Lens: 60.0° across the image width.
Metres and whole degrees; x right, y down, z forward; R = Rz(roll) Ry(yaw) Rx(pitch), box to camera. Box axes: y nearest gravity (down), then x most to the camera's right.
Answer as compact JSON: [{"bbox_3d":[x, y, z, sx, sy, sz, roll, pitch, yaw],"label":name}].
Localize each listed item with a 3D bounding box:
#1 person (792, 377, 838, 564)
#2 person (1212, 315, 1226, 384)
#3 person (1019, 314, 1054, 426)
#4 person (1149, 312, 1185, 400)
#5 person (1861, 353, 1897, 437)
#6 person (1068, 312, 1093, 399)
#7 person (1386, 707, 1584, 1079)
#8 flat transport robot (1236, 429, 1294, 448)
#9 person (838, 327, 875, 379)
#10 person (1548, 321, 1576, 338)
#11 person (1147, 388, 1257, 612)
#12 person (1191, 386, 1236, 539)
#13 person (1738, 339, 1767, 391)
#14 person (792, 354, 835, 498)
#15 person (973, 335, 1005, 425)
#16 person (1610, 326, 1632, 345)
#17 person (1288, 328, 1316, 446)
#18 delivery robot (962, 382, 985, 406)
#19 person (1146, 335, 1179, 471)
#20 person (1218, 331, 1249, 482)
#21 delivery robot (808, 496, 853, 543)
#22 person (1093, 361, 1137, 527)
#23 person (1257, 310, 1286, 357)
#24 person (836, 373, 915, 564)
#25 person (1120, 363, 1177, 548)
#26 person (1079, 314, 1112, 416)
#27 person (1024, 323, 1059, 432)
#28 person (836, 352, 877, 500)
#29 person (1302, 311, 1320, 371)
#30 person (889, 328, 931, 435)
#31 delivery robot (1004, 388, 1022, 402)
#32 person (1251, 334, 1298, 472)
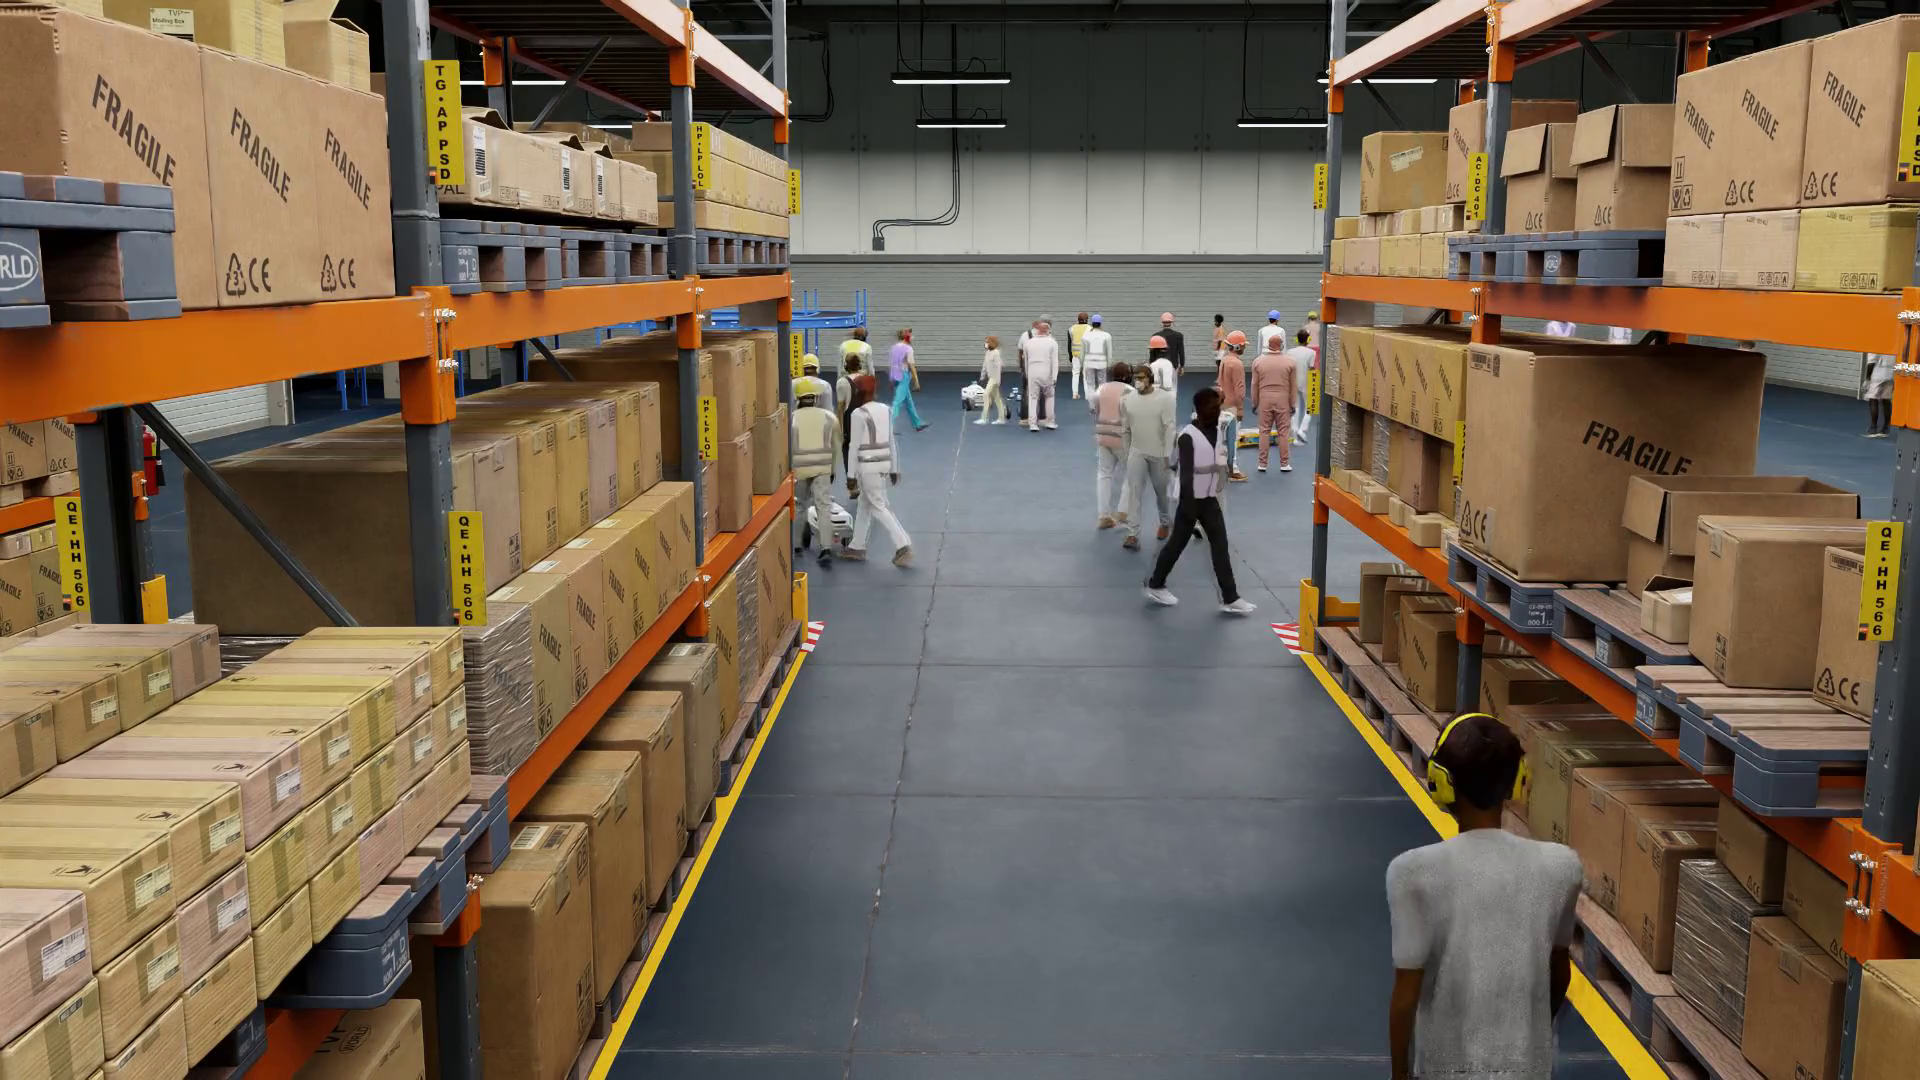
[{"bbox_3d":[-1.454,-0.679,16.176,0.582,1.797,0.933,-3,10,-15],"label":"person"},{"bbox_3d":[6.184,-4.563,39.802,0.318,1.670,0.643,0,9,1],"label":"person"},{"bbox_3d":[1.386,-3.035,29.654,0.729,2.000,0.572,6,11,32],"label":"person"},{"bbox_3d":[3.834,-3.227,30.851,0.651,1.977,0.477,1,9,4],"label":"person"},{"bbox_3d":[15.360,-2.697,27.721,0.612,1.963,0.361,-2,10,-9],"label":"person"},{"bbox_3d":[2.612,-3.926,35.458,0.634,1.841,0.429,5,11,27],"label":"person"},{"bbox_3d":[1.268,1.312,4.176,0.492,1.808,0.985,0,9,2],"label":"person"},{"bbox_3d":[4.619,-1.642,26.601,1.431,0.197,0.652,-7,12,-35],"label":"flat transport robot"},{"bbox_3d":[-1.708,-2.734,28.411,0.642,1.811,0.717,5,11,26],"label":"person"},{"bbox_3d":[12.687,-3.933,35.029,0.613,2.003,0.944,0,9,2],"label":"person"},{"bbox_3d":[1.999,-0.344,13.940,1.022,1.876,0.603,8,12,40],"label":"person"},{"bbox_3d":[2.655,-0.833,17.632,0.523,1.606,0.808,4,10,22],"label":"person"},{"bbox_3d":[11.243,-2.033,23.907,0.635,1.916,0.693,7,12,36],"label":"person"},{"bbox_3d":[-1.786,-1.338,20.068,0.616,1.802,0.534,3,10,17],"label":"person"},{"bbox_3d":[0.492,-2.855,29.738,0.742,1.605,0.512,-2,10,-14],"label":"person"},{"bbox_3d":[15.344,-4.507,38.726,0.653,1.915,0.544,-8,13,-41],"label":"person"},{"bbox_3d":[5.423,-2.431,26.459,0.507,1.858,0.395,6,11,32],"label":"person"},{"bbox_3d":[0.296,-2.904,33.029,0.477,0.478,0.707,-3,10,-19],"label":"delivery robot"},{"bbox_3d":[2.809,-1.913,23.273,0.983,1.892,0.562,7,12,38],"label":"person"},{"bbox_3d":[3.652,-1.798,22.248,0.391,1.995,0.613,-2,10,-12],"label":"person"},{"bbox_3d":[-1.319,-0.203,16.847,0.477,0.478,0.707,-3,10,-16],"label":"delivery robot"},{"bbox_3d":[1.740,-1.051,18.283,0.655,1.818,0.515,8,12,40],"label":"person"},{"bbox_3d":[6.274,-3.647,33.465,0.605,1.948,0.406,8,12,39],"label":"person"},{"bbox_3d":[-0.811,-0.690,16.087,0.949,1.848,0.592,6,11,31],"label":"person"},{"bbox_3d":[1.958,-0.898,17.224,0.639,1.891,1.049,4,10,23],"label":"person"},{"bbox_3d":[2.567,-3.319,31.563,0.600,1.923,0.448,0,9,0],"label":"person"},{"bbox_3d":[1.420,-2.820,28.793,0.673,1.850,0.905,4,10,21],"label":"person"},{"bbox_3d":[-1.217,-1.351,20.081,0.560,1.820,0.456,-2,10,-12],"label":"person"},{"bbox_3d":[8.517,-4.669,40.203,0.511,1.731,0.779,1,10,6],"label":"person"},{"bbox_3d":[-0.908,-2.699,28.250,0.985,1.789,0.595,-5,11,-28],"label":"person"},{"bbox_3d":[1.049,-2.745,31.300,0.335,0.223,0.698,-2,10,-13],"label":"delivery robot"},{"bbox_3d":[4.374,-1.904,23.148,0.642,1.909,0.399,3,10,16],"label":"person"}]
